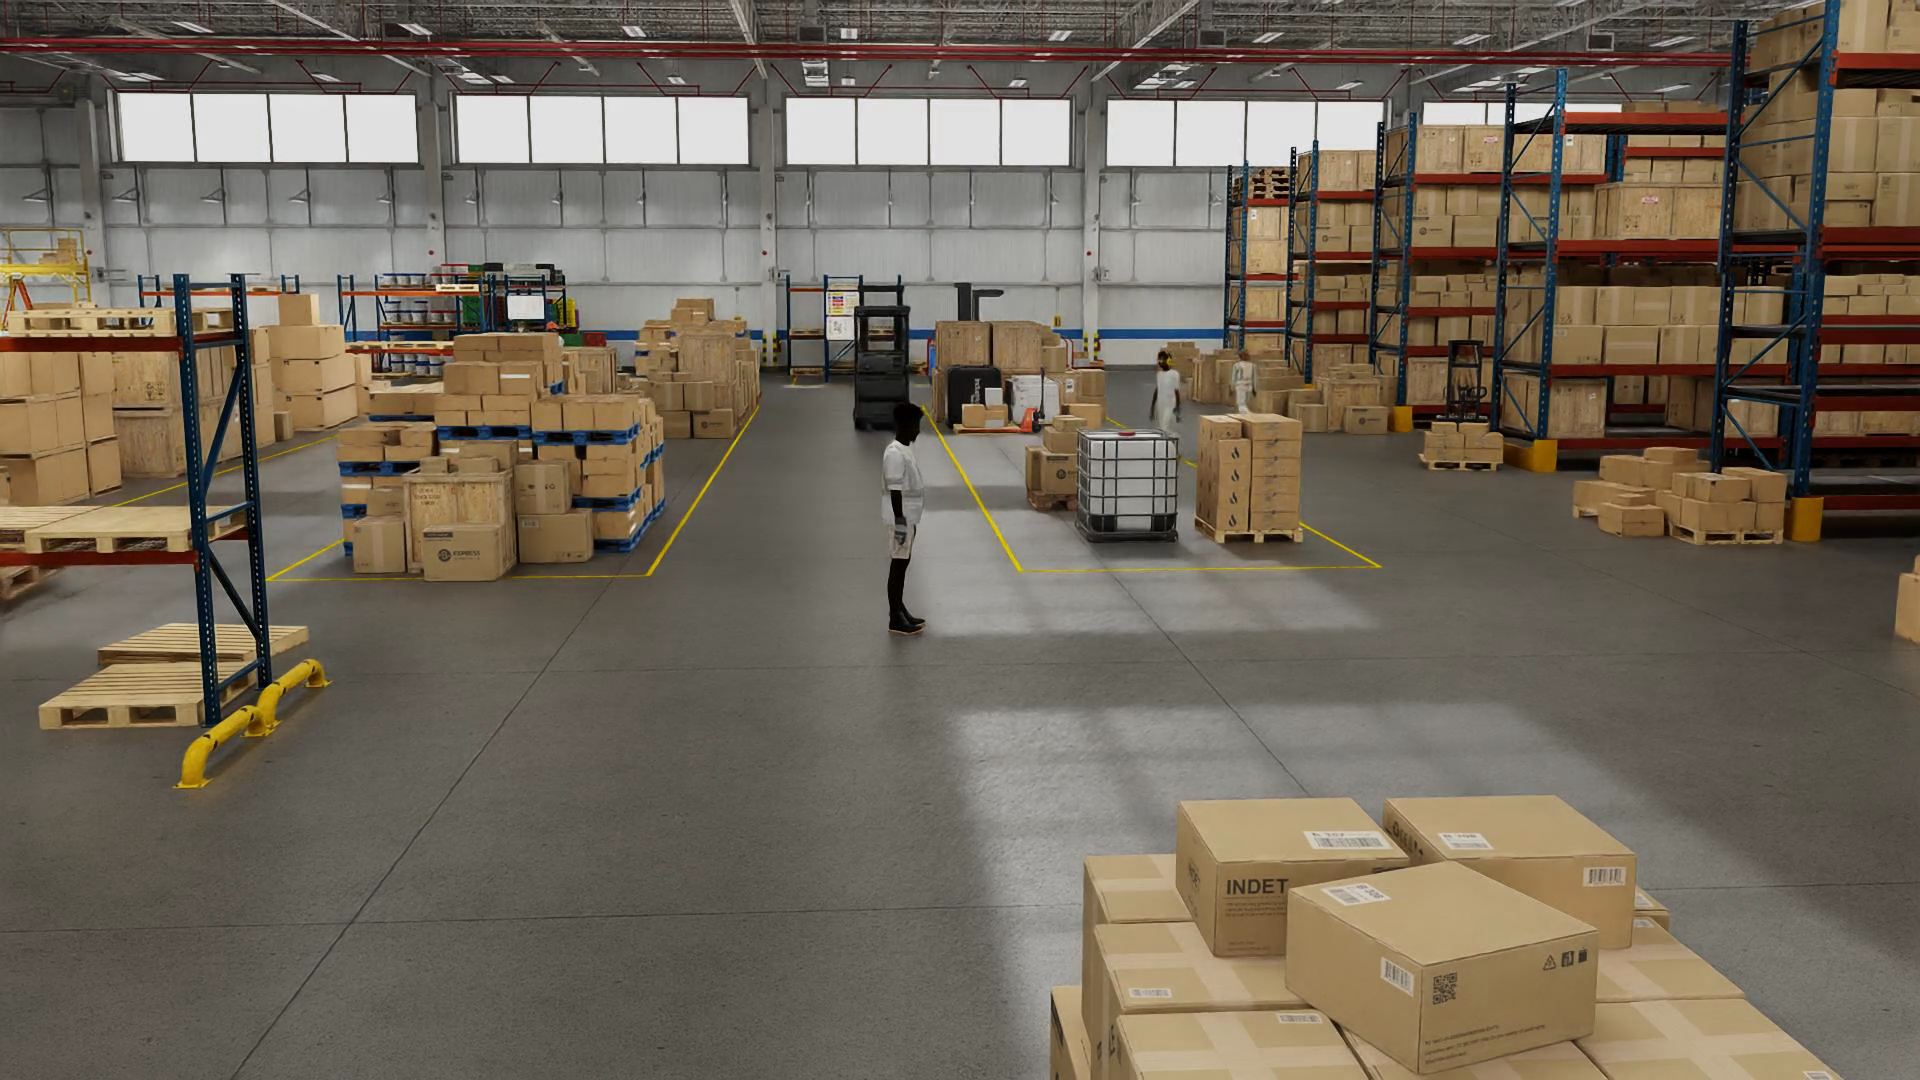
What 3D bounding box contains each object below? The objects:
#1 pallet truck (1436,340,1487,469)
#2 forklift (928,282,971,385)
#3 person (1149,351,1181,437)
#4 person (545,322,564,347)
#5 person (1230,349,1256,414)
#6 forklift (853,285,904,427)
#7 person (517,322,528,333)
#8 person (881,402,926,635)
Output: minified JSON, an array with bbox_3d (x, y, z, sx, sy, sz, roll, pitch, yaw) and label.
[{"bbox_3d":[8.004,-2.170,26.422,0.823,1.965,1.885,2,9,14],"label":"pallet truck"},{"bbox_3d":[0.092,-5.570,45.005,1.873,2.768,1.129,-1,9,-4],"label":"forklift"},{"bbox_3d":[3.145,-2.026,25.983,0.653,1.846,0.549,-6,11,-33],"label":"person"},{"bbox_3d":[-9.648,-4.209,39.461,0.394,1.930,0.554,6,11,34],"label":"person"},{"bbox_3d":[5.535,-2.900,32.255,0.537,1.613,0.752,-4,10,-24],"label":"person"},{"bbox_3d":[-1.585,-3.720,33.390,1.129,2.768,1.873,-1,9,-5],"label":"forklift"},{"bbox_3d":[-10.816,-4.475,41.268,0.636,1.897,1.013,-2,9,-11],"label":"person"},{"bbox_3d":[-0.477,-0.188,14.081,0.368,1.963,0.603,1,9,5],"label":"person"}]
